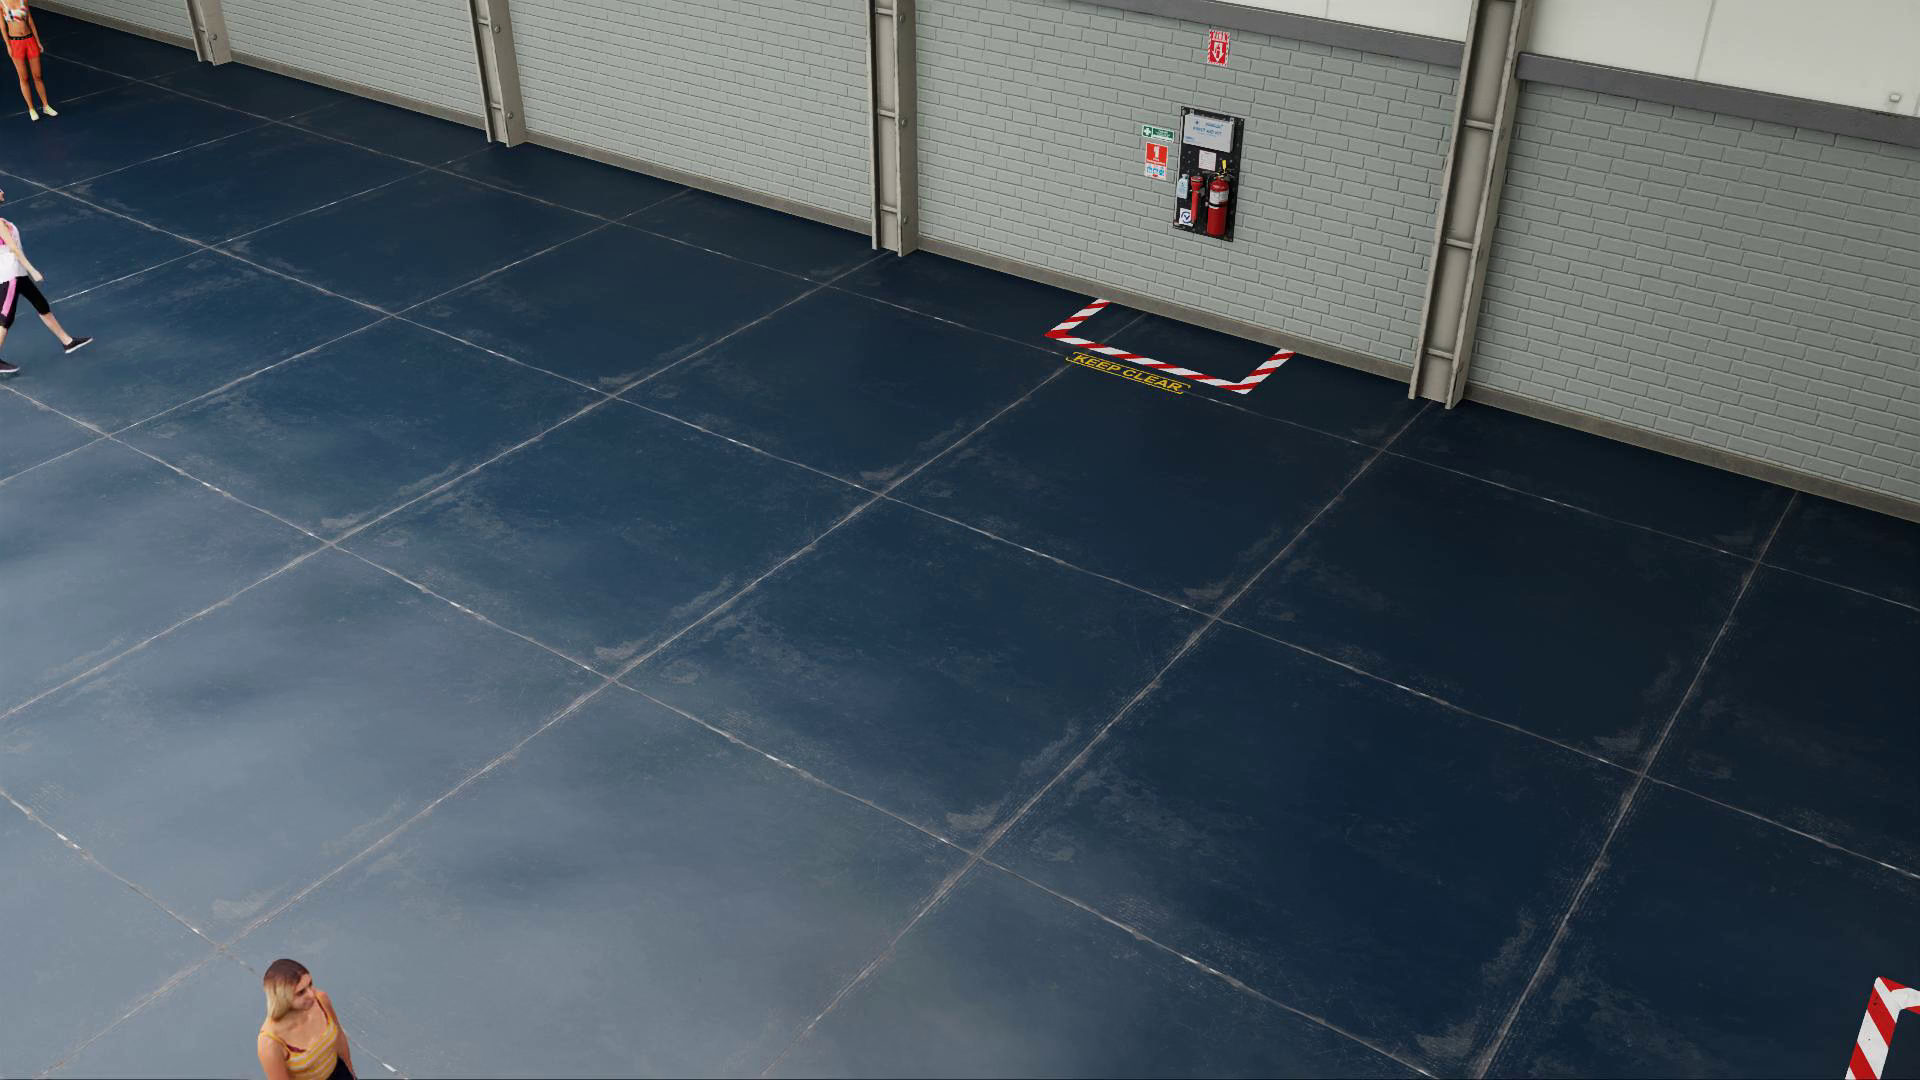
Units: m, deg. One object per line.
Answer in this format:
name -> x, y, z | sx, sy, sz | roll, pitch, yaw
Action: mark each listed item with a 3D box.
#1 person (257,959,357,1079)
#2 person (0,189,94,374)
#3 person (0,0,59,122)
person -> -2.899, 2.461, 7.343 | 0.945, 1.614, 0.679 | 14, 35, 21
person -> -8.512, -2.288, 14.754 | 0.921, 1.740, 1.175 | -23, 39, -32
person -> -11.809, -6.226, 20.951 | 0.579, 1.788, 0.603 | 26, 40, 35
